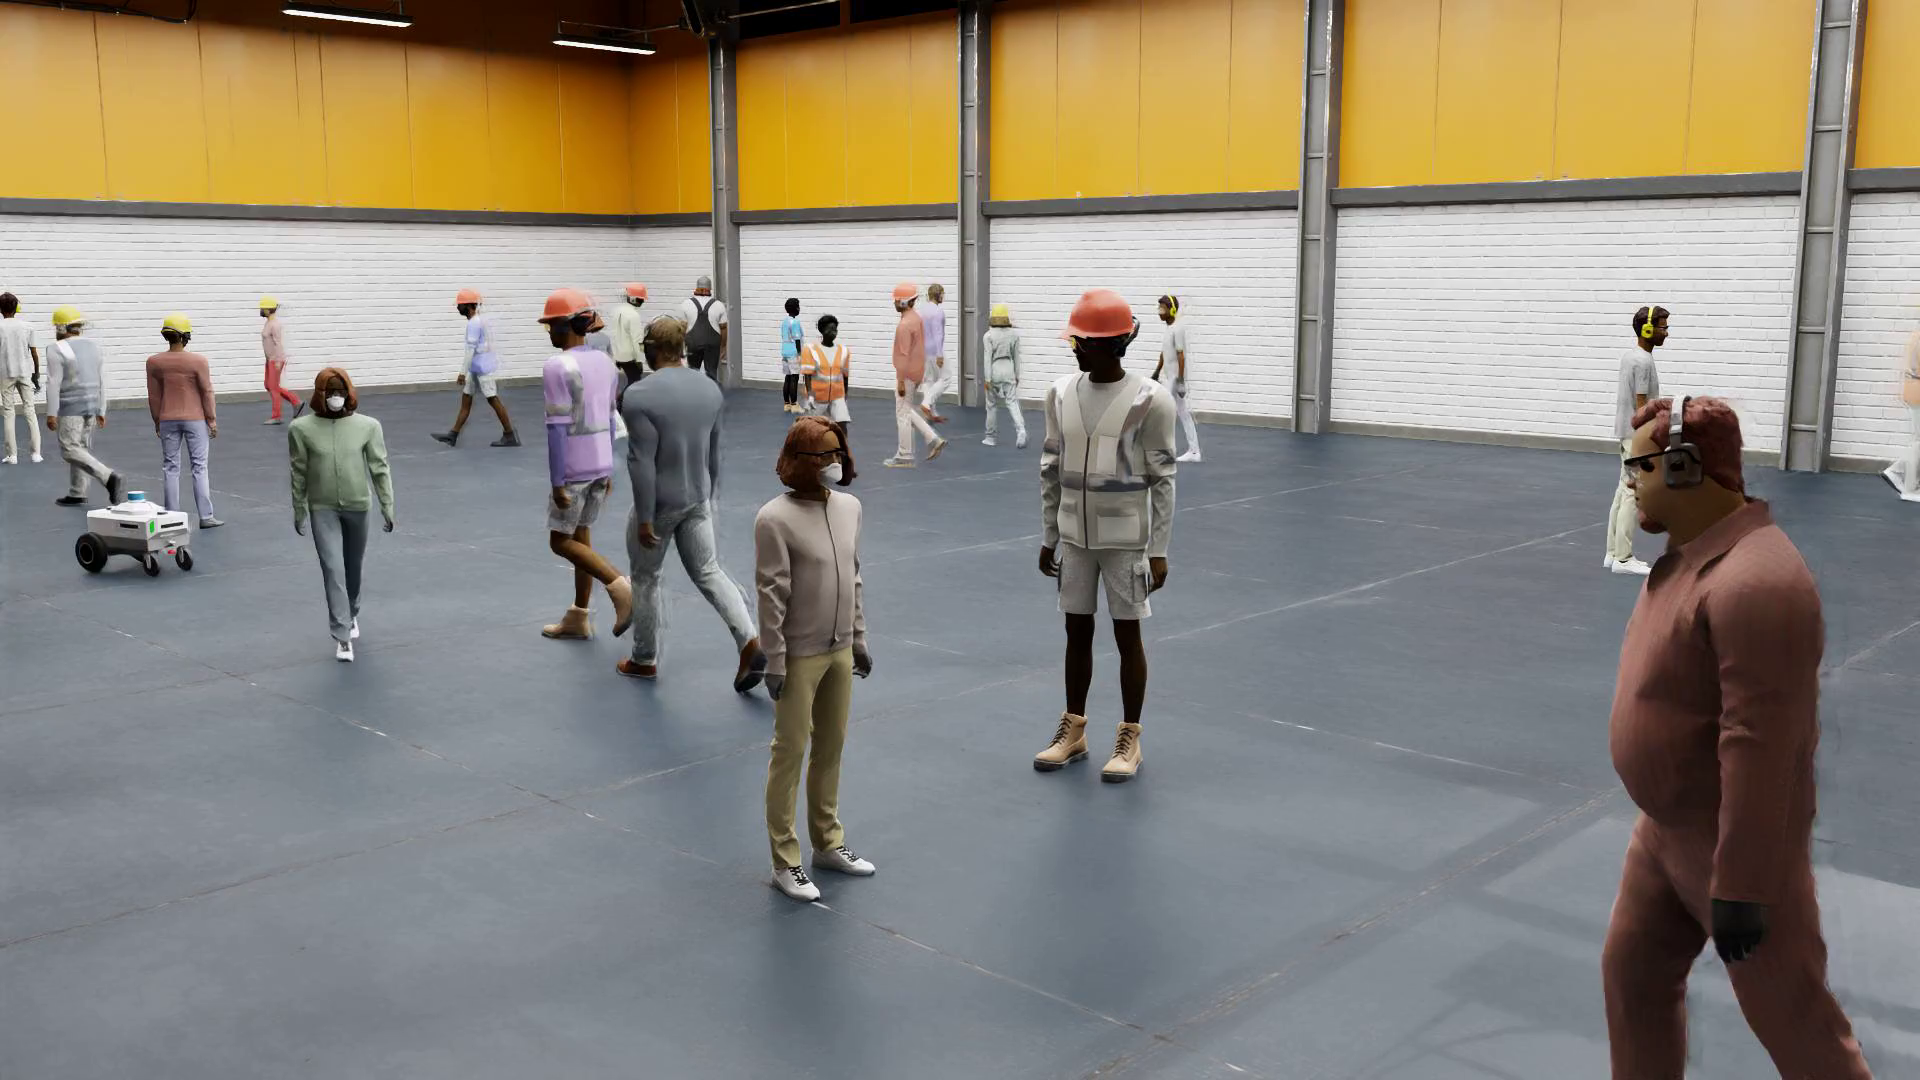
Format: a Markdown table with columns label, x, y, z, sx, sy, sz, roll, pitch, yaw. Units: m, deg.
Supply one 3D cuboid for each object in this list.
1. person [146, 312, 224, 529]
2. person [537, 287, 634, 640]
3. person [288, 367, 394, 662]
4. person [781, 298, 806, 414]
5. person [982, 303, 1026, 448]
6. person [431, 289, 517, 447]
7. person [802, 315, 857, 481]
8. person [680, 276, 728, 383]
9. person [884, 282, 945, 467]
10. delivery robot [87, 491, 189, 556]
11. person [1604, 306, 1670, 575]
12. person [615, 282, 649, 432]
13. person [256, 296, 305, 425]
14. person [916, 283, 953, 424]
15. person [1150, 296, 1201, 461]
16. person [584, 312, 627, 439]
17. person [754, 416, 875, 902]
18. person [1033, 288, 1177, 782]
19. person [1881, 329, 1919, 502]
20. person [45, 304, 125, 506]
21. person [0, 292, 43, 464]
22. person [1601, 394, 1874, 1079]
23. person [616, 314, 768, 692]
| label | x | y | z | sx | sy | sz | roll | pitch | yaw |
| --- | --- | --- | --- | --- | --- | --- | --- | --- | --- |
| person | -6.326 | -0.963 | 13.560 | 0.525 | 1.769 | 0.309 | 0 | 9 | -2 |
| person | -2.076 | -0.405 | 9.359 | 0.662 | 2.023 | 0.605 | 4 | 10 | 22 |
| person | -3.439 | -0.175 | 9.267 | 0.518 | 1.588 | 0.865 | -4 | 10 | -25 |
| person | -2.451 | -2.704 | 24.445 | 0.318 | 1.696 | 0.536 | -5 | 10 | -28 |
| person | 0.526 | -1.955 | 19.808 | 0.492 | 1.717 | 0.802 | -4 | 10 | -25 |
| person | -5.770 | -2.025 | 19.713 | 1.010 | 1.874 | 0.553 | -3 | 10 | -18 |
| person | -1.317 | -1.418 | 16.661 | 0.540 | 1.654 | 0.806 | -4 | 10 | -21 |
| person | -3.815 | -2.943 | 24.855 | 0.702 | 2.000 | 0.539 | -1 | 9 | -8 |
| person | -0.522 | -1.752 | 17.725 | 0.539 | 1.983 | 0.634 | 3 | 10 | 16 |
| delivery robot | -5.770 | -0.099 | 11.677 | 0.707 | 0.478 | 0.477 | 4 | 10 | 26 |
| person | 4.731 | -0.695 | 11.612 | 0.309 | 1.864 | 0.535 | 2 | 9 | 10 |
| person | -4.285 | -2.364 | 21.575 | 0.475 | 1.951 | 0.669 | -6 | 11 | -34 |
| person | -9.303 | -2.450 | 22.691 | 0.530 | 1.753 | 0.537 | -6 | 11 | -33 |
| person | -0.335 | -2.527 | 22.650 | 0.435 | 1.926 | 0.655 | -3 | 10 | -21 |
| person | 2.221 | -1.755 | 18.244 | 0.969 | 1.818 | 0.534 | 1 | 9 | 4 |
| person | -4.524 | -2.054 | 20.816 | 0.870 | 1.580 | 0.502 | 3 | 10 | 19 |
| person | -0.490 | 0.389 | 5.670 | 0.279 | 1.633 | 0.505 | 7 | 11 | 35 |
| person | 0.587 | -0.014 | 6.903 | 0.608 | 2.040 | 0.394 | 6 | 11 | 34 |
| person | 8.762 | -1.286 | 15.092 | 0.443 | 1.908 | 0.611 | 4 | 10 | 25 |
| person | -7.749 | -1.168 | 14.677 | 0.722 | 1.814 | 0.595 | 2 | 9 | 11 |
| person | -10.314 | -1.762 | 18.142 | 0.514 | 1.872 | 0.328 | -7 | 12 | -39 |
| person | 1.703 | 0.633 | 3.530 | 0.719 | 1.868 | 0.685 | 1 | 9 | 7 |
| person | -1.368 | -0.180 | 8.363 | 0.965 | 1.904 | 0.639 | 8 | 12 | 40 |
